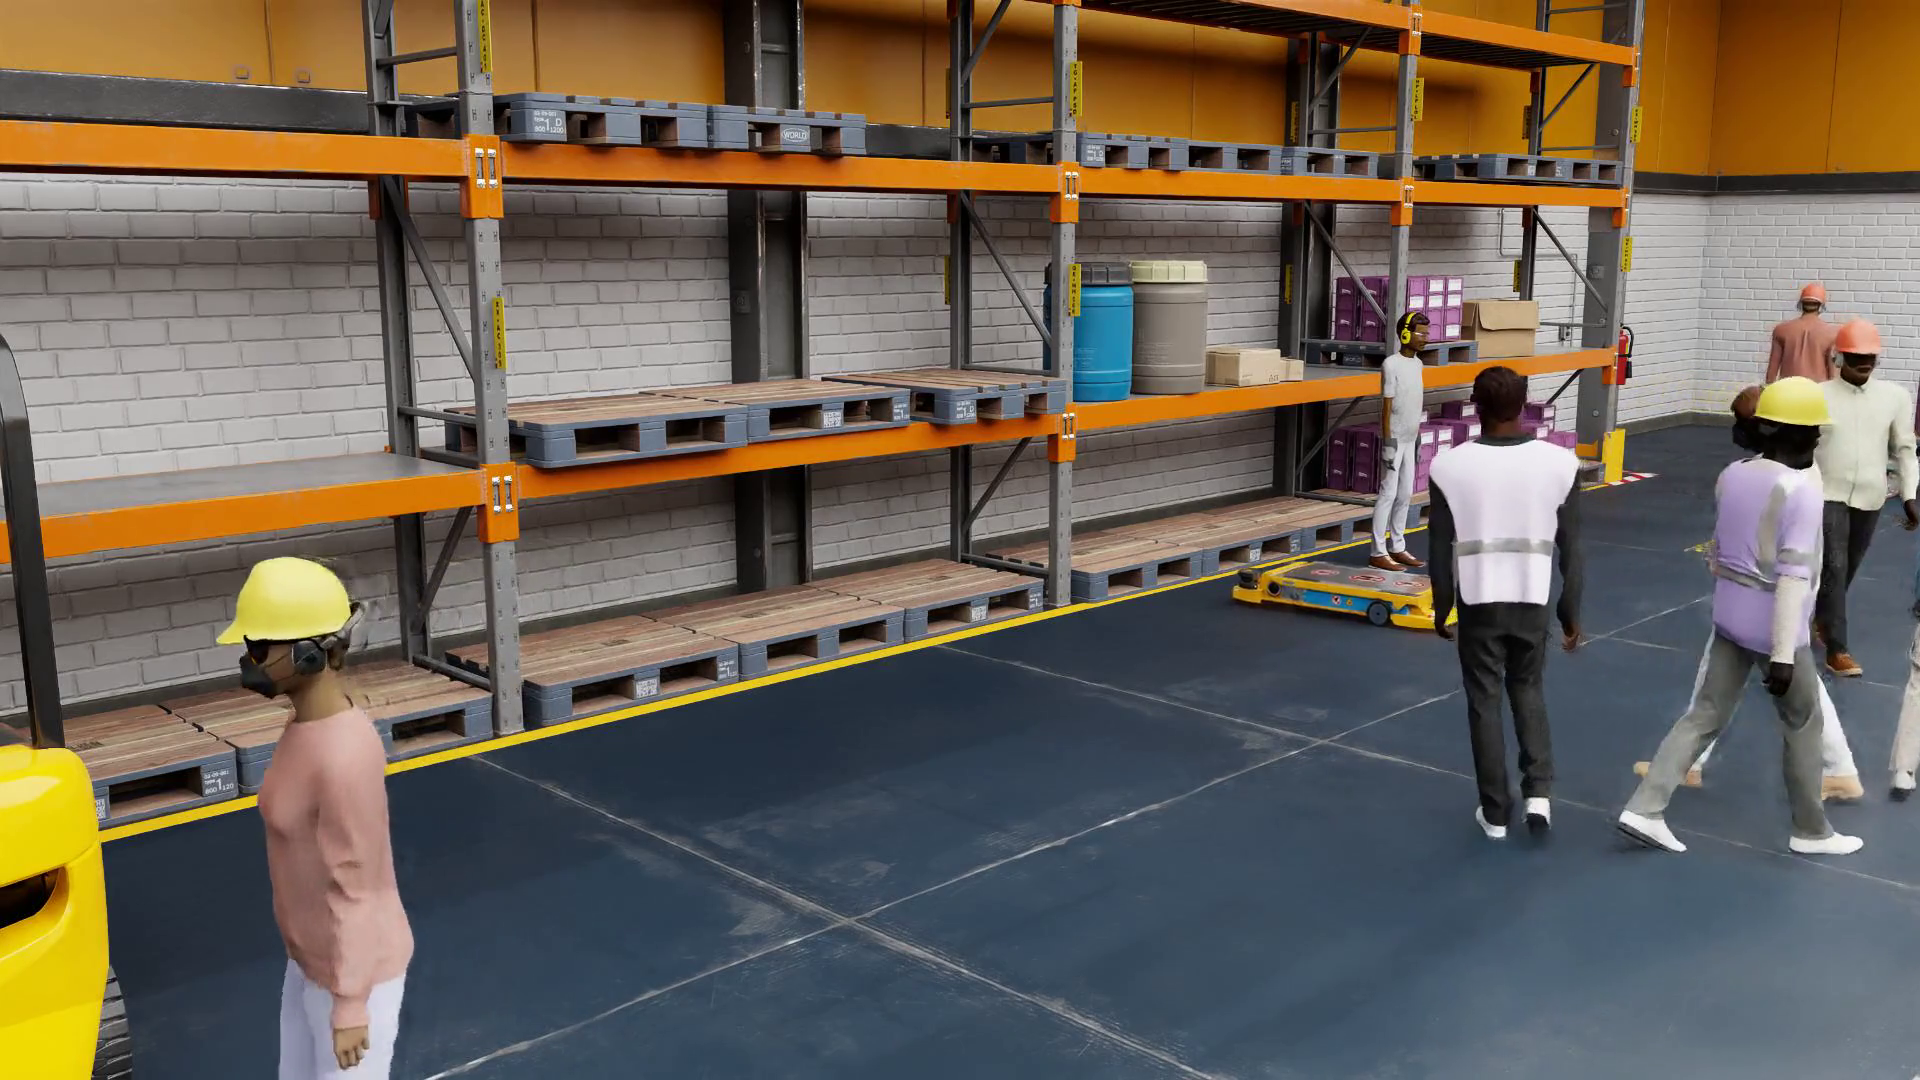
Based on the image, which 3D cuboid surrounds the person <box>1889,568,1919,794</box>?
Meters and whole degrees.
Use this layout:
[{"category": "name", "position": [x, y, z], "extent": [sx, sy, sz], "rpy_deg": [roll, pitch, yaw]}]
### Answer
[{"category": "person", "position": [4.354, 0.311, 7.159], "extent": [0.827, 1.583, 0.584], "rpy_deg": [-6, 12, -28]}]

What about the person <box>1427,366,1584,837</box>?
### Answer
[{"category": "person", "position": [2.163, 0.255, 6.675], "extent": [0.608, 1.889, 0.469], "rpy_deg": [1, 10, 4]}]

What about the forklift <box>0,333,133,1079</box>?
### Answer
[{"category": "forklift", "position": [-3.289, 0.485, 4.582], "extent": [1.214, 2.155, 2.313], "rpy_deg": [-10, 14, -44]}]

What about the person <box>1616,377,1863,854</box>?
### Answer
[{"category": "person", "position": [3.032, 0.311, 6.390], "extent": [0.964, 1.887, 0.600], "rpy_deg": [-2, 11, -8]}]

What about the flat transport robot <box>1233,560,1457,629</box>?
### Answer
[{"category": "flat transport robot", "position": [2.541, 0.329, 10.682], "extent": [1.431, 0.197, 0.652], "rpy_deg": [9, 14, 39]}]

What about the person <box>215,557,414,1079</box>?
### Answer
[{"category": "person", "position": [-1.266, 0.885, 3.593], "extent": [0.616, 1.752, 0.528], "rpy_deg": [-7, 12, -32]}]

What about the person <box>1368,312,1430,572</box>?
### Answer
[{"category": "person", "position": [3.186, -0.705, 11.993], "extent": [0.322, 1.860, 0.517], "rpy_deg": [10, 14, 44]}]

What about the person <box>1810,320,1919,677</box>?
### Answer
[{"category": "person", "position": [5.004, -0.269, 9.402], "extent": [0.623, 1.952, 1.038], "rpy_deg": [2, 11, 8]}]

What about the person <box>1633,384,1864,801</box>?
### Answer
[{"category": "person", "position": [3.450, 0.233, 7.086], "extent": [0.910, 1.804, 0.618], "rpy_deg": [8, 13, 36]}]

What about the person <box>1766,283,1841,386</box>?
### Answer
[{"category": "person", "position": [7.840, -1.403, 15.490], "extent": [0.624, 1.970, 0.771], "rpy_deg": [6, 12, 31]}]
